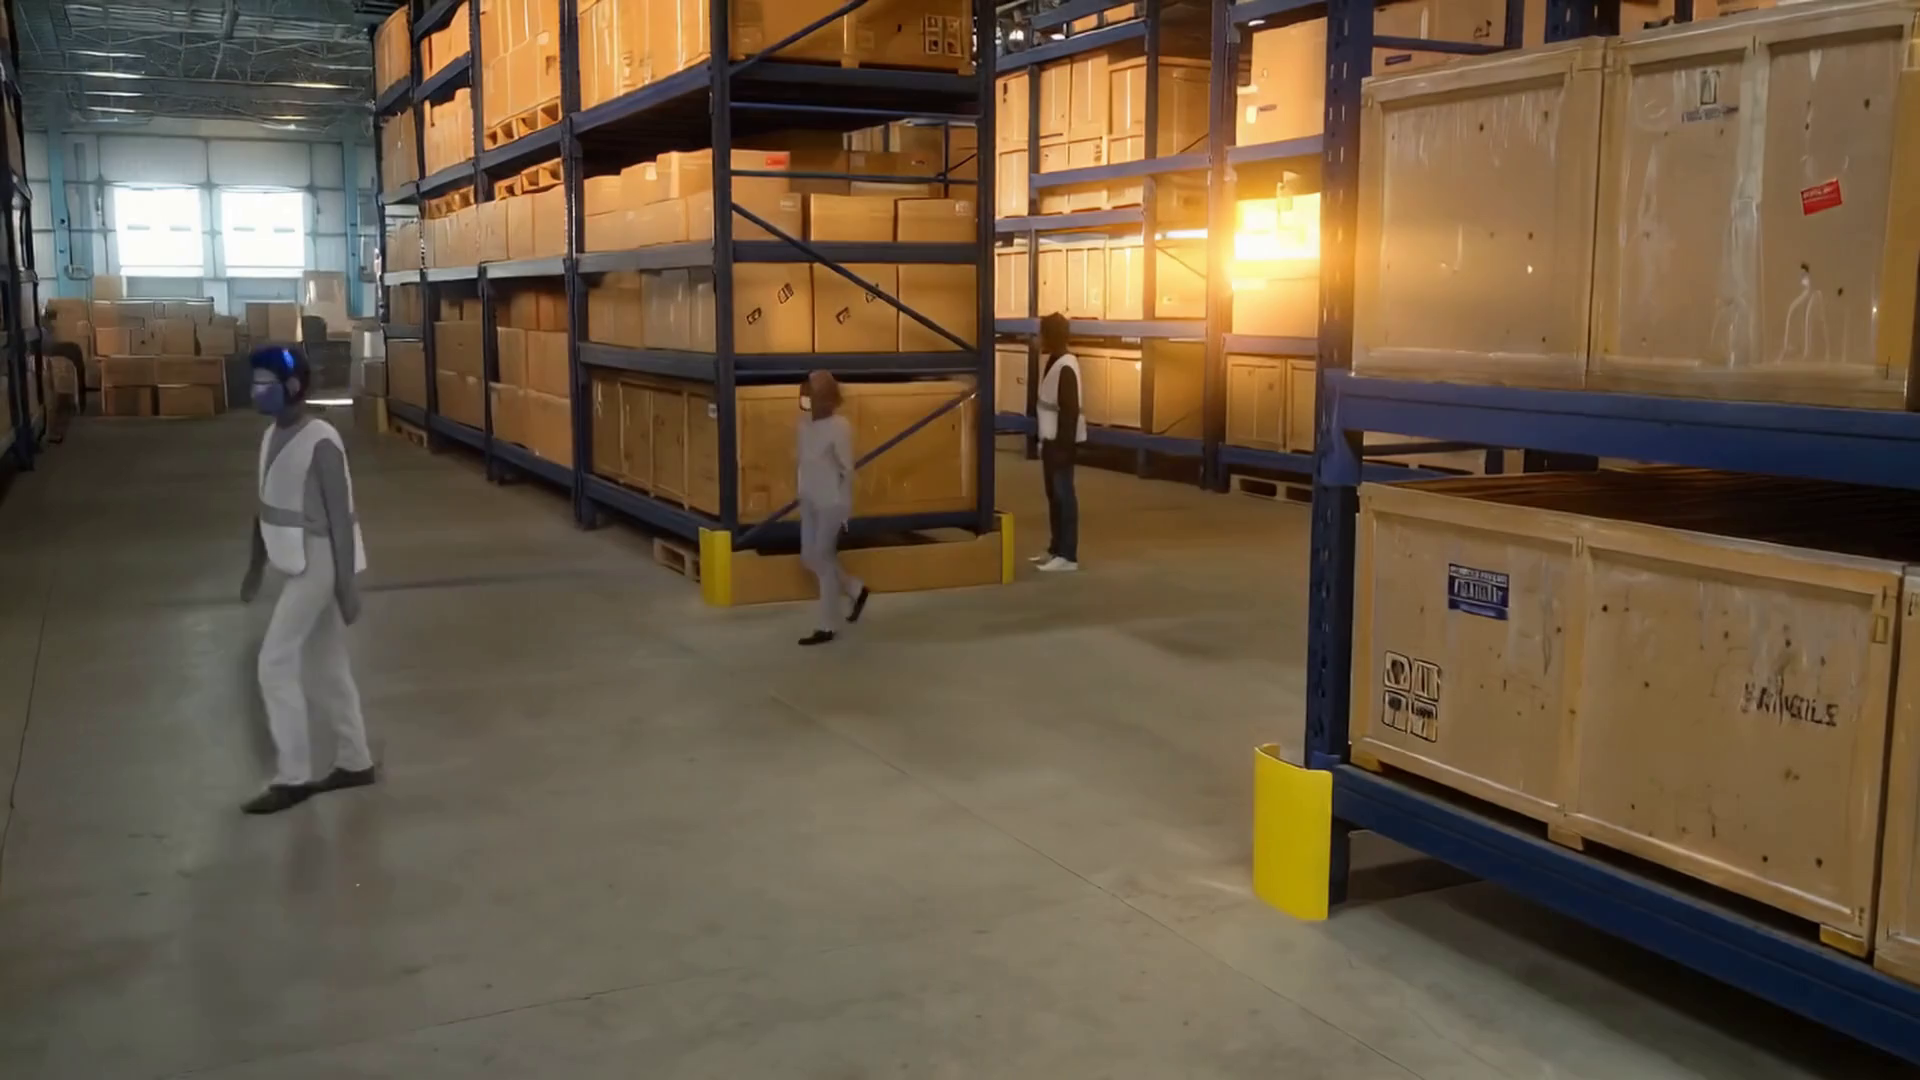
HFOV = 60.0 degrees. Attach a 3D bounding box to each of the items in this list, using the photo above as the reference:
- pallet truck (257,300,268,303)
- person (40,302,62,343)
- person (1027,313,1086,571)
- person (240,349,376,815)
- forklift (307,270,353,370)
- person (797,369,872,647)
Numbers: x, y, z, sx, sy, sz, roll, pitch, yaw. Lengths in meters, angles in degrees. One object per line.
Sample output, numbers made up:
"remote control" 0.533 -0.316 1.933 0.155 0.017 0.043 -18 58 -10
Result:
"pallet truck" -23.913 -7.404 58.171 1.885 1.965 0.823 -1 8 -9
"person" -17.703 -3.632 32.263 0.772 1.968 0.626 -1 8 -6
"person" 0.735 -0.731 12.429 0.383 1.918 0.597 -2 8 -10
"person" -2.692 0.157 6.633 0.723 1.819 0.562 -6 10 -36
"forklift" -17.807 -6.198 46.830 1.129 2.768 1.873 -4 9 -26
"person" -0.739 -0.201 9.780 0.535 1.621 0.499 -7 11 -41
